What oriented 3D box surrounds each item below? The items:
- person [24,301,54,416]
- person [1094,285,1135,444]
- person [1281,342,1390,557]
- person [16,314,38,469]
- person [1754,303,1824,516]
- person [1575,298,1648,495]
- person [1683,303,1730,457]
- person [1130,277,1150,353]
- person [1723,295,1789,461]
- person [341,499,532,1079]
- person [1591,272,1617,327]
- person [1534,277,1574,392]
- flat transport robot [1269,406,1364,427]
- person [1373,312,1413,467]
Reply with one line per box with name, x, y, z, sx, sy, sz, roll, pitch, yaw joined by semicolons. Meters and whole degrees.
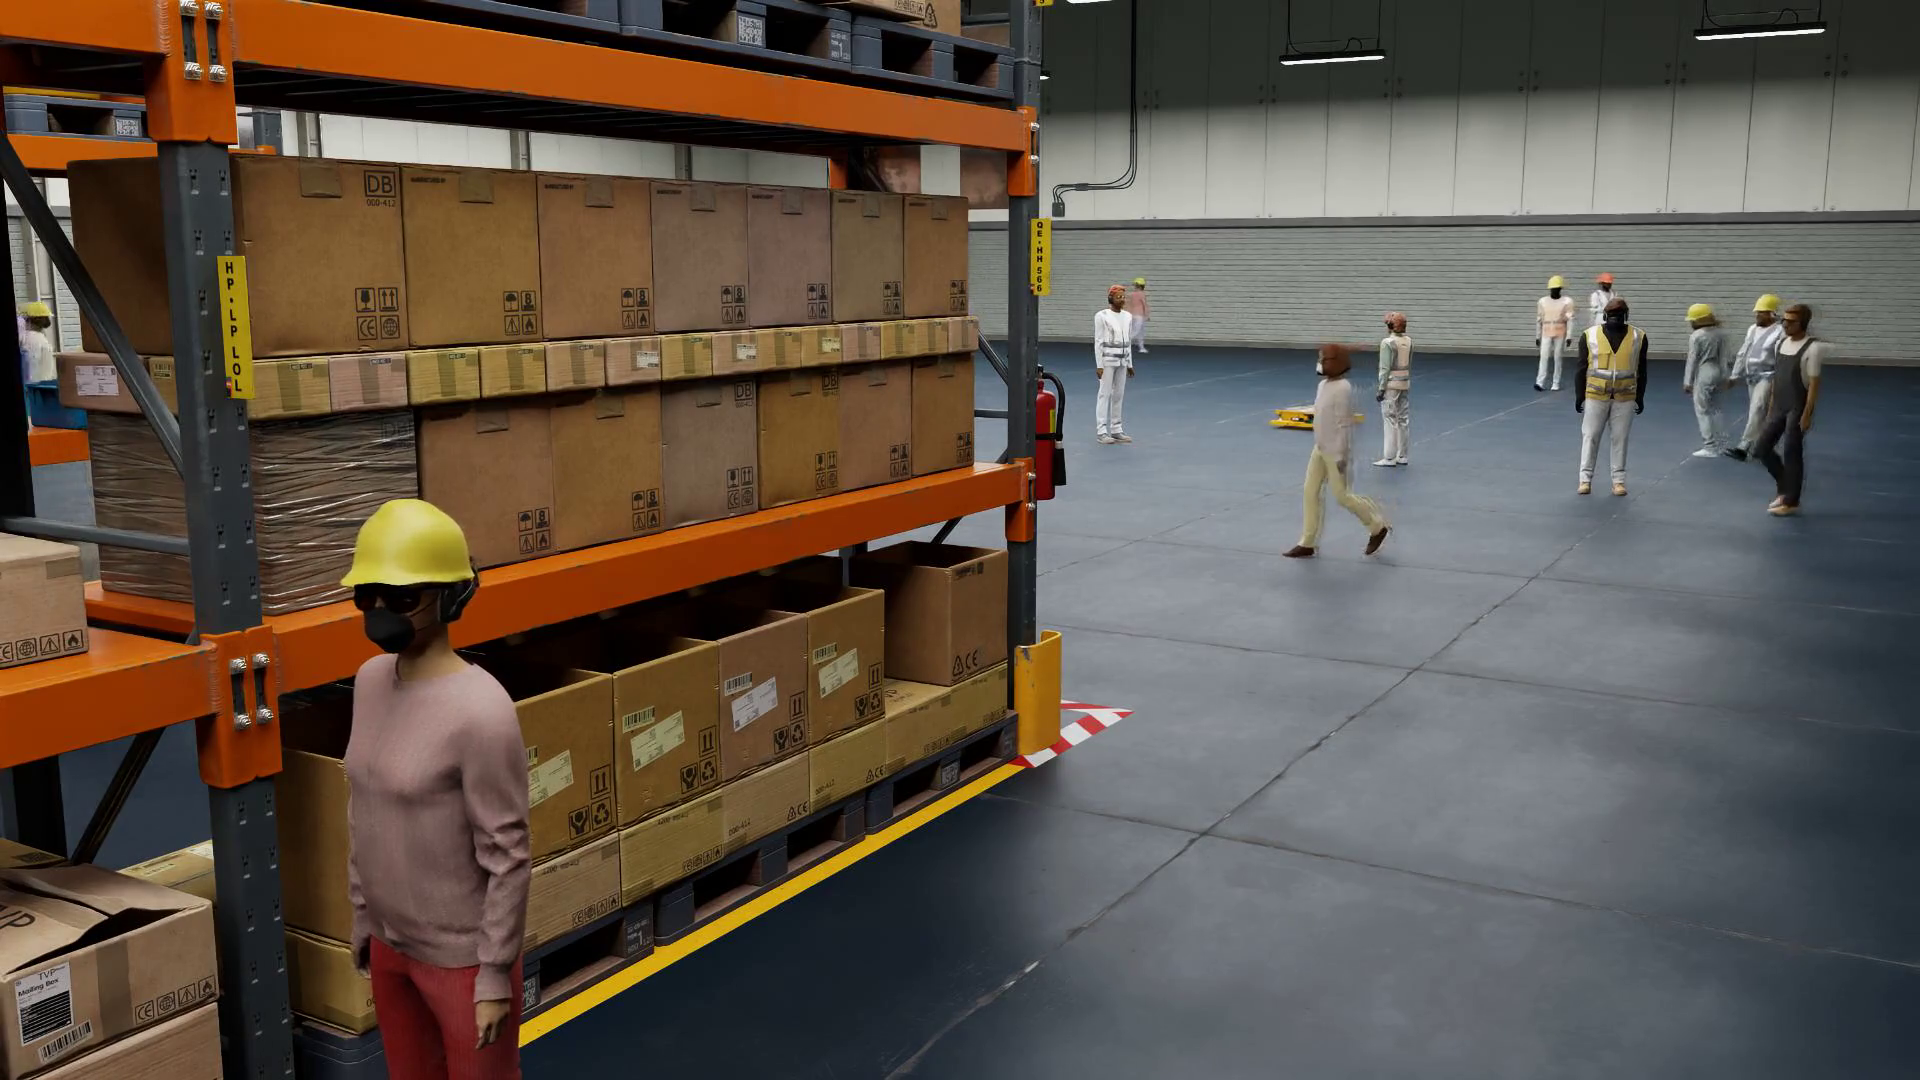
person;-10.106;-1.728;18.144;0.716;1.747;0.528;-4;10;-22
person;1.846;-2.095;19.867;0.573;1.883;0.355;-8;12;-38
person;2.796;-0.658;12.263;0.735;1.610;0.504;-2;10;-10
person;-9.844;-1.658;16.957;0.634;2.008;0.883;2;10;9
person;7.073;-1.105;14.216;0.399;1.829;0.546;-3;10;-15
person;6.073;-1.334;15.538;0.633;1.839;0.429;3;10;15
person;8.280;-1.775;18.501;0.506;1.701;0.467;-6;11;-32
person;4.036;-5.138;38.097;0.768;1.744;0.516;-5;11;-25
person;8.636;-1.756;18.138;0.785;1.800;0.599;-2;10;-12
person;-1.040;0.794;3.284;0.526;1.772;0.303;8;12;38
person;12.315;-4.163;31.865;0.560;1.918;0.499;-3;10;-17
person;9.744;-3.370;27.331;0.615;1.873;0.969;6;12;33
flat transport robot;4.709;-1.636;21.891;0.652;0.197;1.431;8;12;38
person;4.605;-1.593;17.644;0.523;1.638;0.310;-8;13;-41
